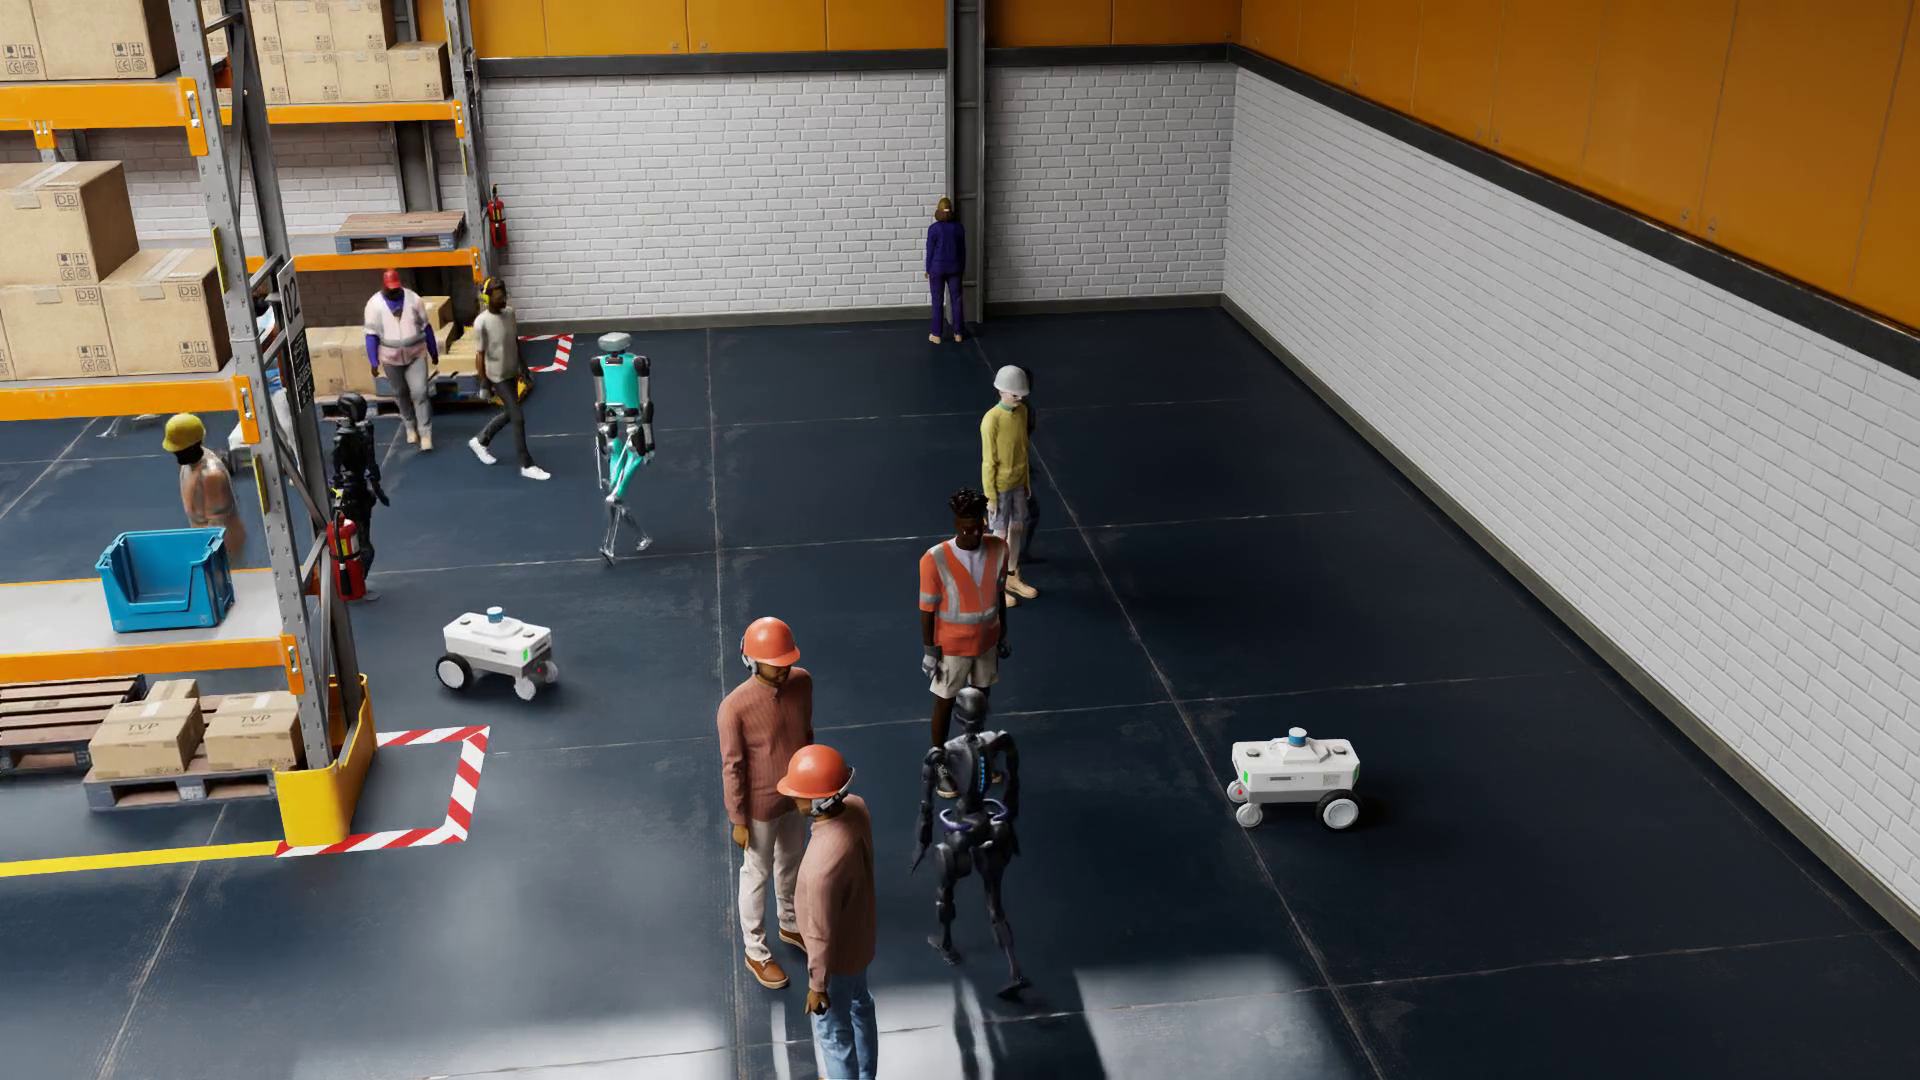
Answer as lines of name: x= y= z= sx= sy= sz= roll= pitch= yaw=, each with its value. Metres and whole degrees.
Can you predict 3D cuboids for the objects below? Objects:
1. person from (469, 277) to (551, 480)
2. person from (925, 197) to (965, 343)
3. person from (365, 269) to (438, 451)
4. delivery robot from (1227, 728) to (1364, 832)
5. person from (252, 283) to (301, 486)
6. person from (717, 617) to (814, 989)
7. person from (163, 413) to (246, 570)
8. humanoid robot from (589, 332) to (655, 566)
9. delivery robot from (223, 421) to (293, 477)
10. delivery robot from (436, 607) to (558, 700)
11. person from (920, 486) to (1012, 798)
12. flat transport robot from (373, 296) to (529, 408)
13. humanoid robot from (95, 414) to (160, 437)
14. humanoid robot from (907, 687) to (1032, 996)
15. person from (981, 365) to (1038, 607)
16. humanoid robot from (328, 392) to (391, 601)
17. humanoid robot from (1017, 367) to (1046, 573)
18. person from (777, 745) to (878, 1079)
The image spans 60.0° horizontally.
person: x=-4.093 y=-1.463 z=14.775 sx=0.854 sy=1.841 sz=0.517 roll=9 pitch=25 yaw=19
person: x=-0.167 y=-3.014 z=18.574 sx=0.464 sy=1.622 sz=0.351 roll=-7 pitch=25 yaw=-15
person: x=-5.132 y=-1.647 z=15.338 sx=0.607 sy=1.718 sz=0.808 roll=-7 pitch=25 yaw=-16
delivery robot: x=1.994 y=1.399 z=9.861 sx=0.802 sy=0.601 sz=0.499 roll=-1 pitch=24 yaw=-3
person: x=-6.034 y=-1.377 z=14.593 sx=0.636 sy=1.836 sz=0.430 roll=12 pitch=26 yaw=25
person: x=-0.924 y=1.285 z=8.325 sx=0.378 sy=1.994 sz=0.613 roll=17 pitch=29 yaw=34
person: x=-5.187 y=0.032 z=11.319 sx=0.864 sy=1.884 sz=0.603 roll=-18 pitch=29 yaw=-35
humanoid robot: x=-2.793 y=-0.672 z=13.161 sx=0.584 sy=1.788 sz=0.955 roll=9 pitch=25 yaw=19
delivery robot: x=-6.386 y=-0.903 z=15.114 sx=0.507 sy=0.608 sz=0.779 roll=-4 pitch=24 yaw=-9
delivery robot: x=-3.160 y=0.749 z=11.350 sx=0.808 sy=0.607 sz=0.499 roll=9 pitch=25 yaw=20
person: x=0.043 y=0.596 z=9.930 sx=0.611 sy=1.963 sz=0.362 roll=-14 pitch=27 yaw=-28
flat transport robot: x=-5.154 y=-1.559 z=16.948 sx=1.431 sy=0.231 sz=0.659 roll=-1 pitch=24 yaw=-2
humanoid robot: x=-7.948 y=-1.851 z=15.807 sx=0.871 sy=1.787 sz=0.542 roll=-8 pitch=25 yaw=-18
humanoid robot: x=0.061 y=1.502 z=8.264 sx=0.601 sy=1.627 sz=0.710 roll=-11 pitch=26 yaw=-24
person: x=0.343 y=-0.409 z=12.335 sx=0.412 sy=1.879 sz=0.489 roll=19 pitch=30 yaw=36
humanoid robot: x=-4.520 y=-0.326 z=12.400 sx=0.396 sy=1.643 sz=0.592 roll=4 pitch=24 yaw=10
humanoid robot: x=0.469 y=-0.536 z=12.857 sx=0.349 sy=1.650 sz=0.584 roll=2 pitch=24 yaw=5
person: x=-0.558 y=1.763 z=7.251 sx=0.403 sy=1.986 sz=0.610 roll=5 pitch=24 yaw=11
